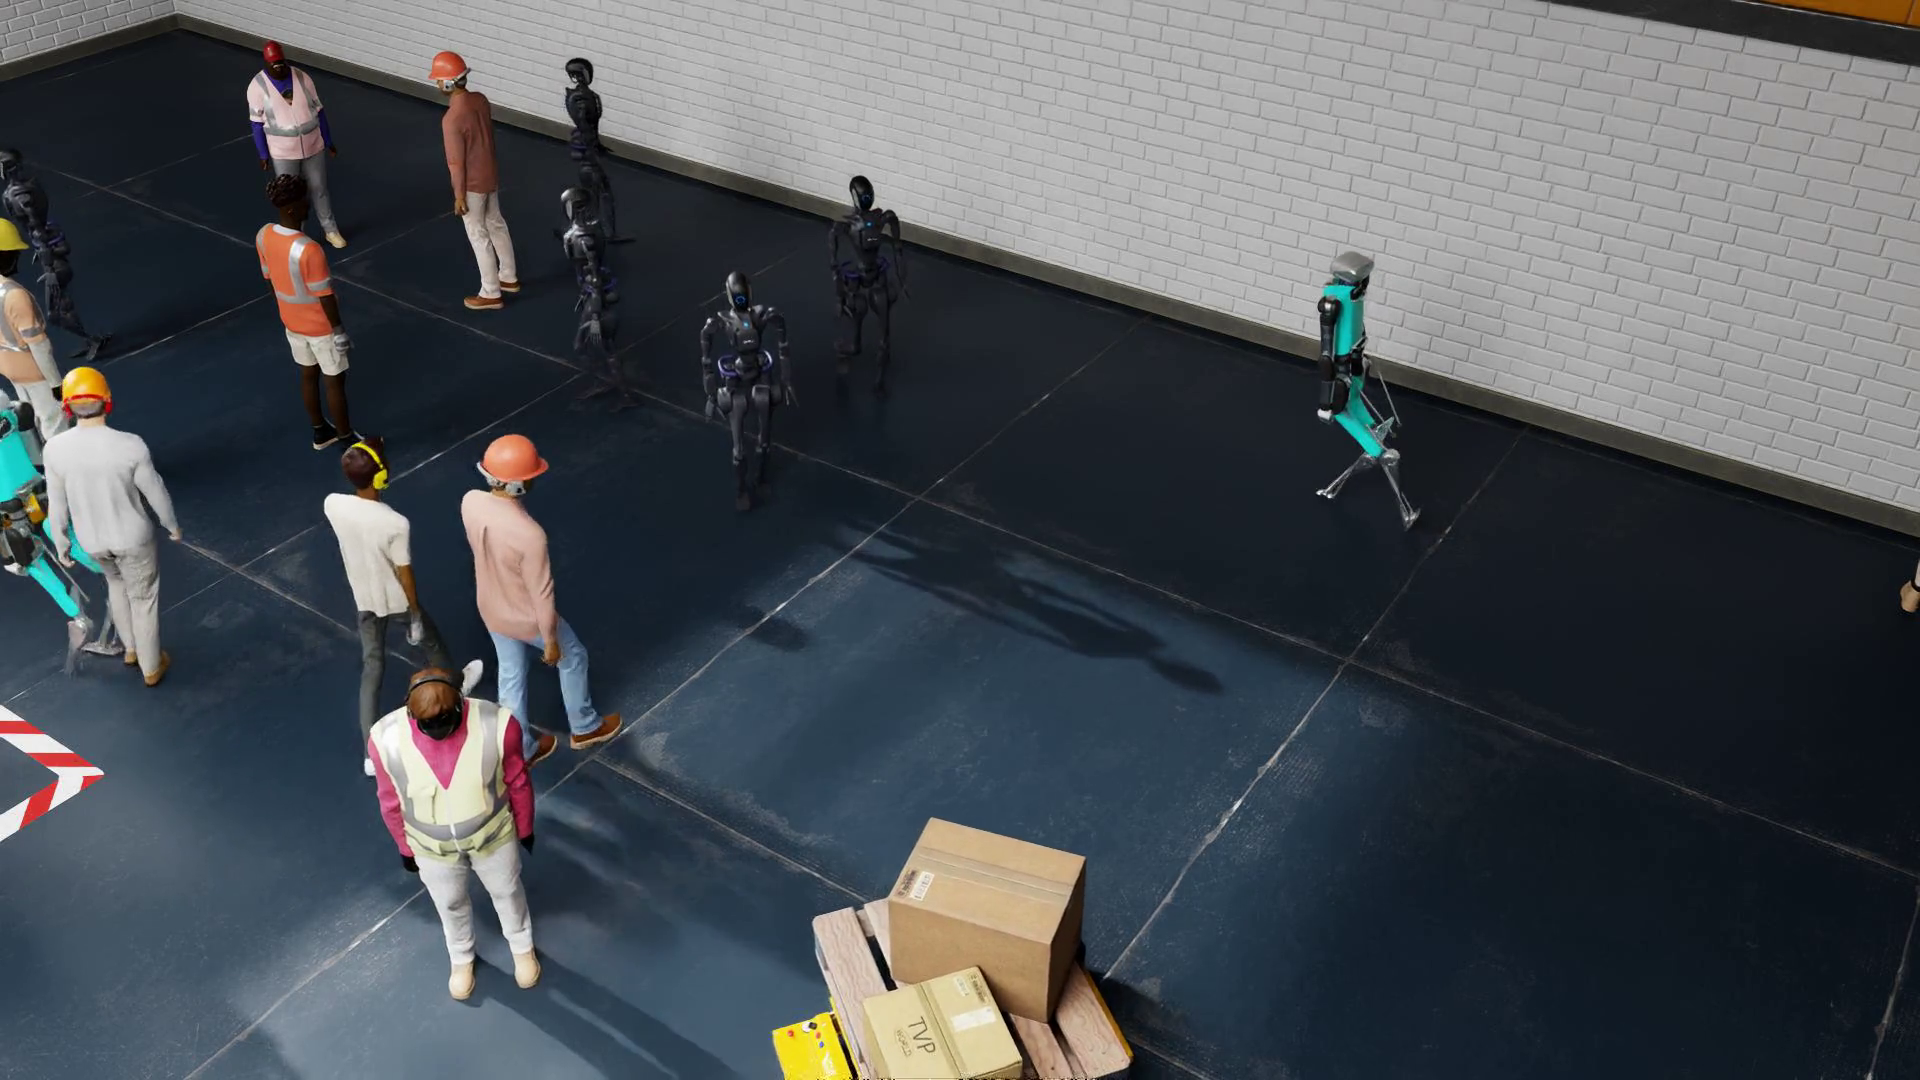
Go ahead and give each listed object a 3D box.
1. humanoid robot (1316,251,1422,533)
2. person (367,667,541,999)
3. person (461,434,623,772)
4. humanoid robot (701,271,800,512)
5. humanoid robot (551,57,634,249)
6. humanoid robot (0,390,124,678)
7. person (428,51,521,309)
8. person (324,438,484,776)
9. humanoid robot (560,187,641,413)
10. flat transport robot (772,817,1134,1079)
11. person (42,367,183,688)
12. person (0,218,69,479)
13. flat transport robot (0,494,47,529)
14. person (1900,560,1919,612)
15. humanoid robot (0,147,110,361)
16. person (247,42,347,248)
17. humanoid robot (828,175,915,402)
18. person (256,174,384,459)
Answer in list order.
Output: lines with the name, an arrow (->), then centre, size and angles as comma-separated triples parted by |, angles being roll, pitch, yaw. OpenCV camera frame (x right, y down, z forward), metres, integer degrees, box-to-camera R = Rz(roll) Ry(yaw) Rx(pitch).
humanoid robot -> 2.605, -0.852, 10.226 | 0.930, 1.780, 0.554 | 21, 40, 27
person -> -2.118, 1.256, 7.118 | 0.616, 1.830, 0.430 | -7, 36, -10
person -> -2.112, 0.297, 8.368 | 0.615, 1.963, 0.766 | 21, 40, 28
humanoid robot -> -1.309, -0.955, 10.409 | 0.609, 1.642, 0.422 | -11, 37, -16
humanoid robot -> -3.075, -3.133, 13.532 | 0.654, 1.636, 0.608 | -4, 35, -6
humanoid robot -> -4.841, 0.011, 8.975 | 0.674, 1.799, 0.556 | 11, 37, 16
person -> -3.716, -2.741, 12.686 | 0.400, 1.985, 0.616 | 7, 36, 10
person -> -2.931, 0.282, 8.506 | 0.527, 1.817, 0.974 | 9, 36, 13
humanoid robot -> -2.494, -1.620, 11.353 | 0.436, 1.646, 0.584 | -13, 37, -18
flat transport robot -> -0.036, 2.162, 7.174 | 1.431, 0.231, 0.659 | -12, 37, -16
person -> -4.526, -0.058, 8.954 | 0.594, 1.864, 0.527 | -4, 35, -6
person -> -5.789, -1.098, 10.398 | 0.589, 1.913, 0.392 | 22, 41, 29
flat transport robot -> -6.460, -0.039, 10.320 | 0.659, 0.231, 1.431 | 24, 41, 30
person -> 5.781, -0.369, 9.379 | 0.477, 1.889, 0.399 | 22, 41, 29
humanoid robot -> -6.556, -2.048, 11.956 | 0.345, 1.644, 0.610 | -21, 40, -27
person -> -5.388, -3.177, 13.509 | 0.607, 1.753, 0.420 | -24, 41, -30
humanoid robot -> -0.649, -1.793, 11.609 | 0.598, 1.644, 0.533 | -16, 38, -21
person -> -4.217, -1.445, 10.849 | 0.608, 1.964, 0.366 | 22, 41, 29
